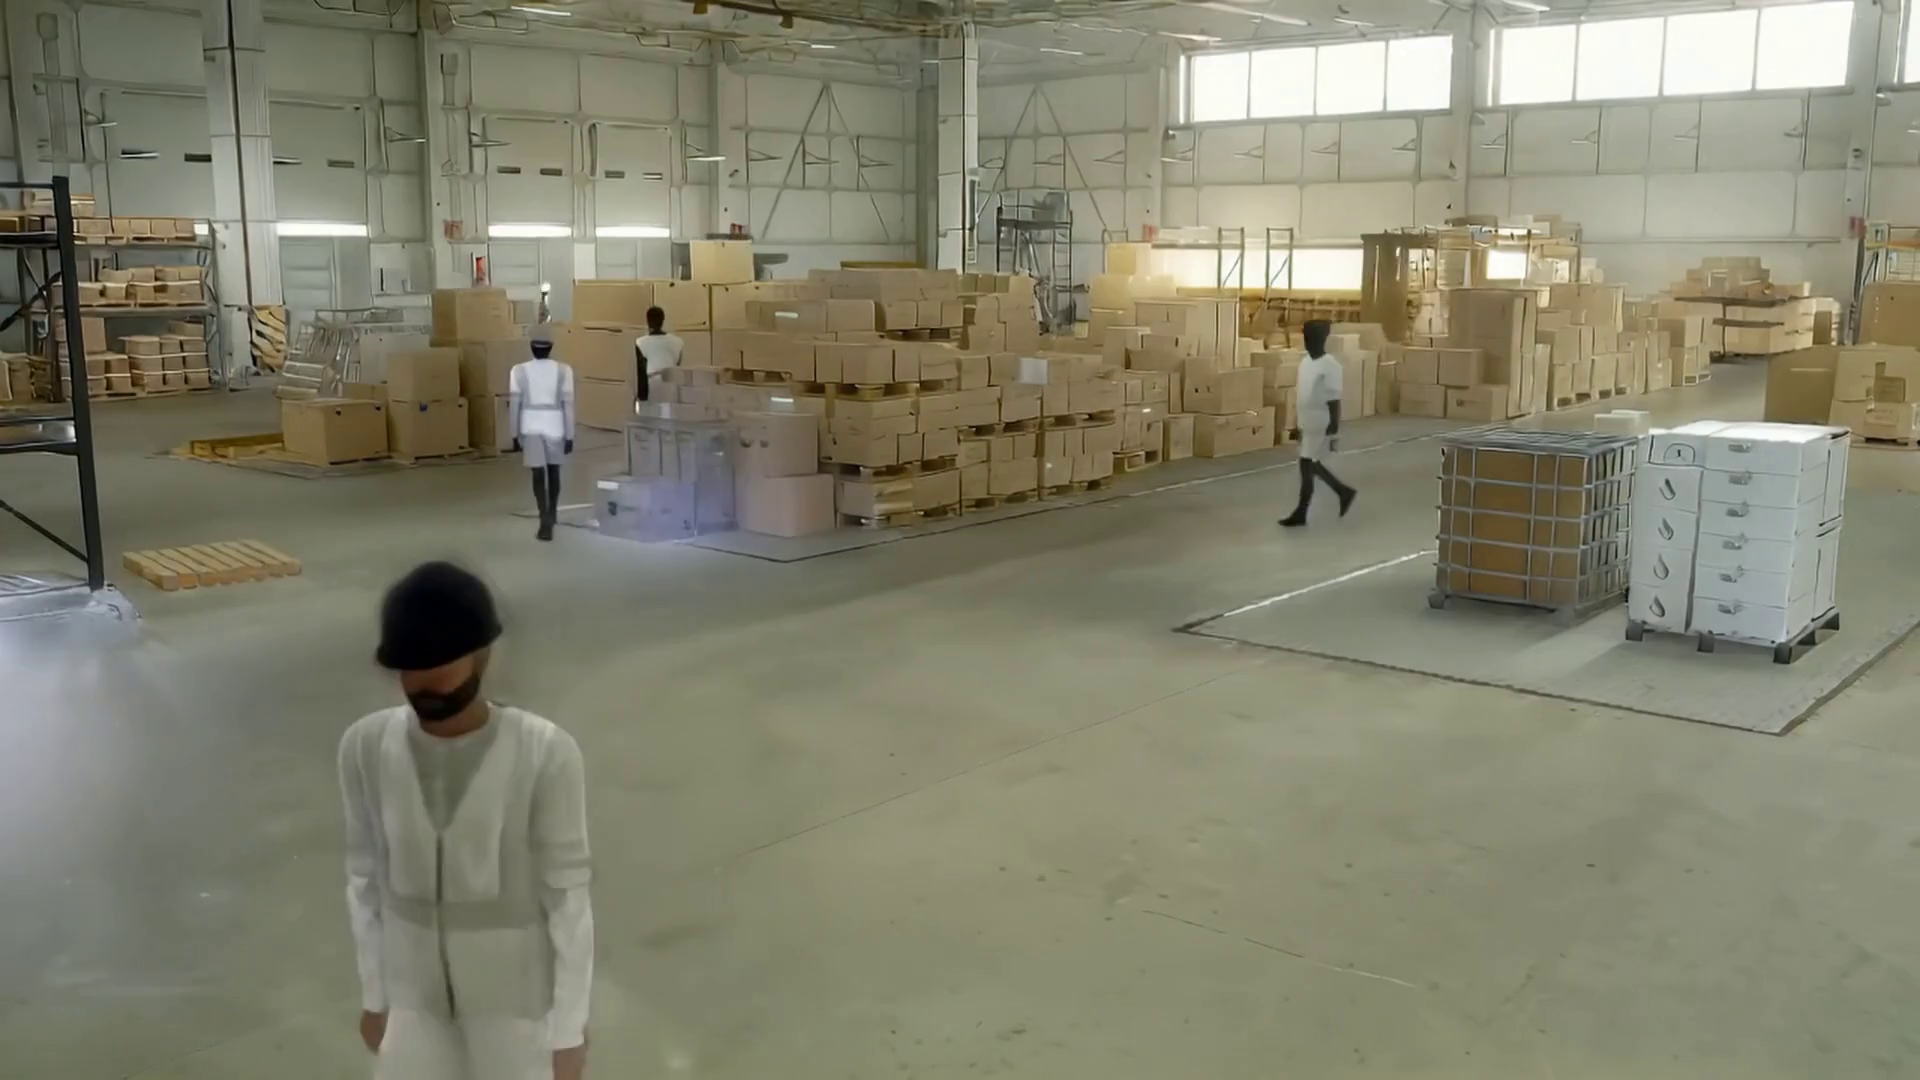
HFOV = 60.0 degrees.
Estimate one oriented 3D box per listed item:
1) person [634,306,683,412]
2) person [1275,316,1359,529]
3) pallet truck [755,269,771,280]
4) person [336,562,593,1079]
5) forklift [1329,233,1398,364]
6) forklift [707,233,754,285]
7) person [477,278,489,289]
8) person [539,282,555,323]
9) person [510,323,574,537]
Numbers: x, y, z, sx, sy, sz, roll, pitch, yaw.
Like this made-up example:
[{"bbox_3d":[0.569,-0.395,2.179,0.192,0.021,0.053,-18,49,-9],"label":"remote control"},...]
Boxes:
[{"bbox_3d":[-3.282,-1.594,18.219,0.590,1.913,0.395,-8,13,-39],"label":"person"},{"bbox_3d":[3.296,-1.074,15.172,0.813,1.945,0.614,-3,10,-15],"label":"person"},{"bbox_3d":[-4.996,-6.432,45.525,1.885,1.965,0.823,-6,12,-32],"label":"pallet truck"},{"bbox_3d":[-1.068,0.997,3.514,0.574,1.891,0.948,0,10,3],"label":"person"},{"bbox_3d":[8.139,-4.587,32.510,1.873,2.768,1.129,-2,10,-12],"label":"forklift"},{"bbox_3d":[-4.412,-4.528,32.170,1.873,2.768,1.129,8,13,39],"label":"forklift"},{"bbox_3d":[-10.380,-4.685,35.833,0.877,1.916,0.626,1,10,3],"label":"person"},{"bbox_3d":[-11.488,-6.335,46.077,0.510,1.604,0.830,8,13,39],"label":"person"},{"bbox_3d":[-3.713,-0.981,14.833,0.555,1.891,1.019,-3,10,-15],"label":"person"}]
